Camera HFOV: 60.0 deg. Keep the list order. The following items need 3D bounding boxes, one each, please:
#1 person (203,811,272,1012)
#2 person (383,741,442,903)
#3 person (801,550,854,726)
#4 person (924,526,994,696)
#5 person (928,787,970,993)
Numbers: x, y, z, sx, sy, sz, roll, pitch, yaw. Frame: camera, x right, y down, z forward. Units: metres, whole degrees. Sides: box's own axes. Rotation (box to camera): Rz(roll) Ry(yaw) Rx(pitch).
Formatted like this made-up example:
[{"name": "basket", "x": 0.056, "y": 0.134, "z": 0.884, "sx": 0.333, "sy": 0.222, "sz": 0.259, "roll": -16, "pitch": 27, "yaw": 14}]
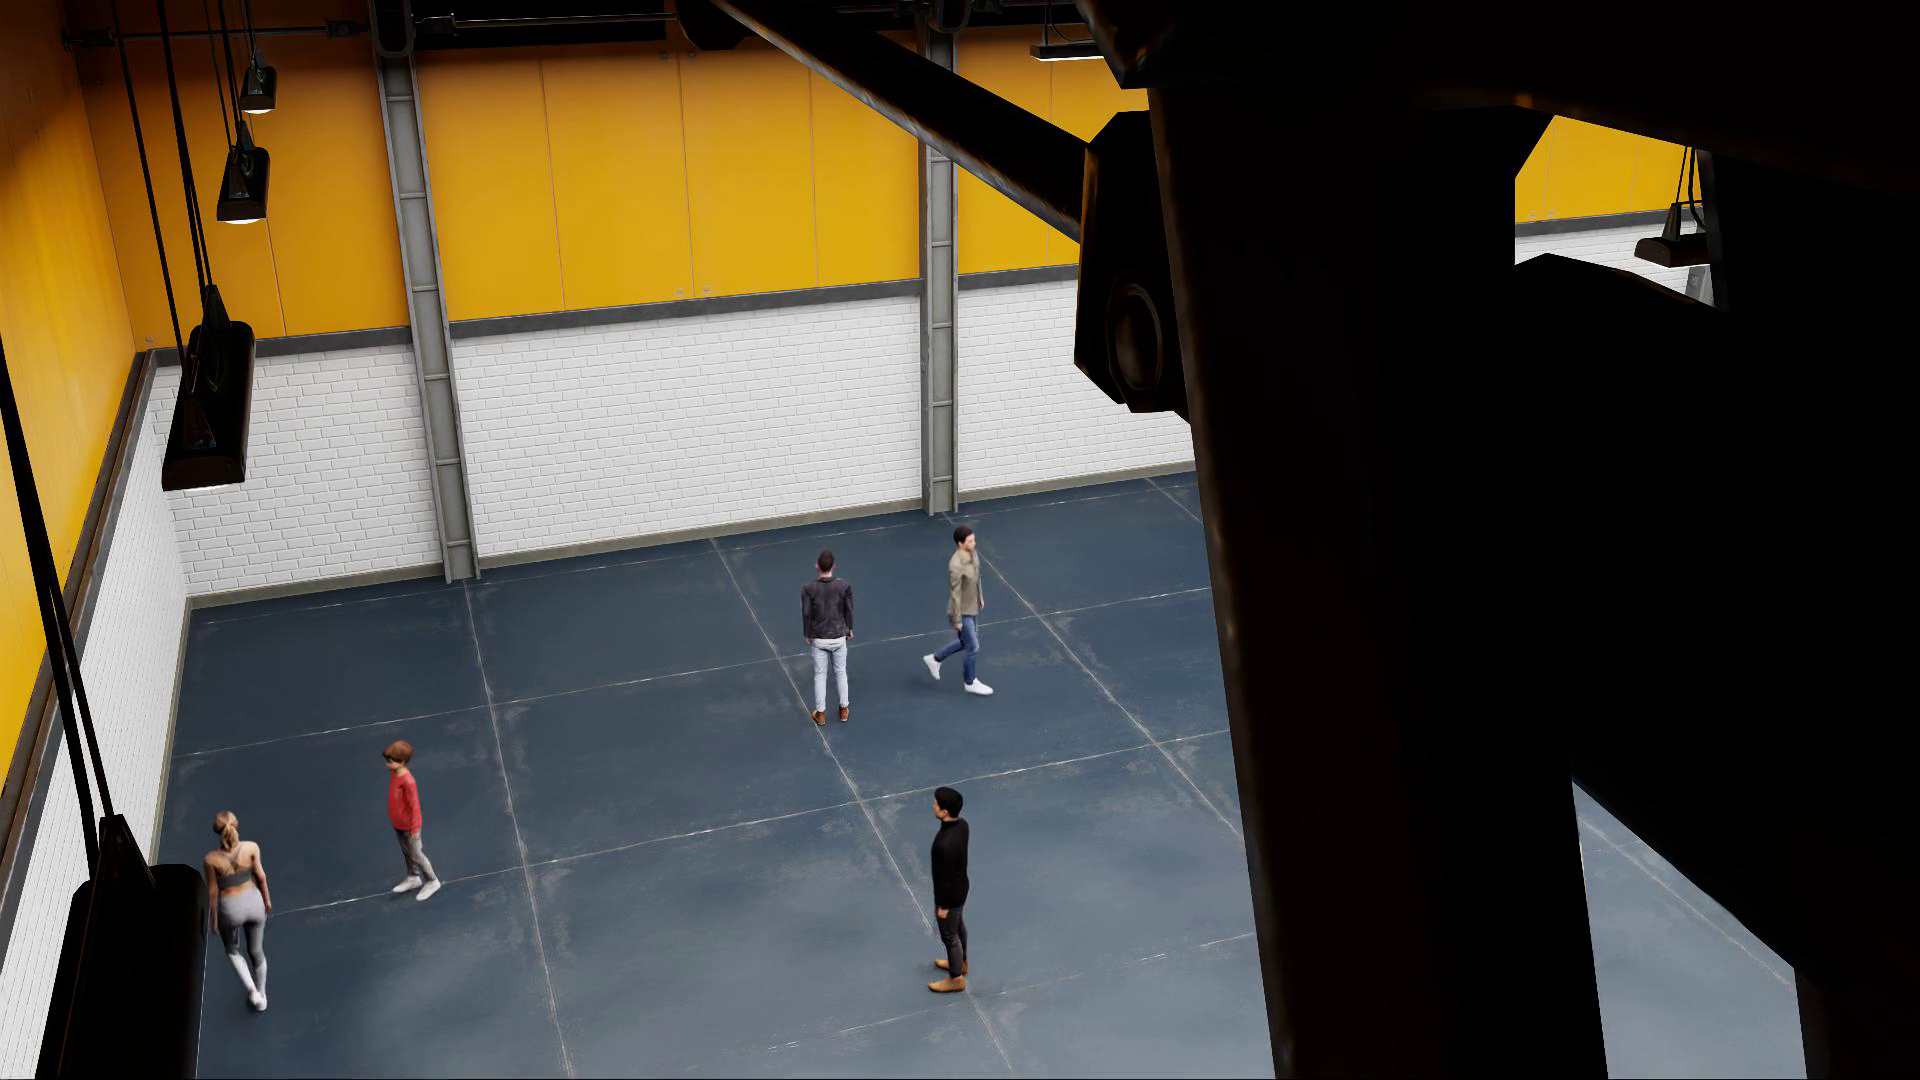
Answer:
[{"name": "person", "x": -5.267, "y": 2.774, "z": 12.221, "sx": 0.626, "sy": 1.699, "sz": 0.711, "roll": -15, "pitch": 28, "yaw": -30}, {"name": "person", "x": -4.529, "y": 2.284, "z": 13.684, "sx": 0.645, "sy": 1.426, "sz": 0.605, "roll": -19, "pitch": 30, "yaw": -37}, {"name": "person", "x": -1.280, "y": 0.947, "z": 16.227, "sx": 0.520, "sy": 1.837, "sz": 0.735, "roll": -6, "pitch": 24, "yaw": -13}, {"name": "person", "x": -0.040, "y": 0.697, "z": 16.792, "sx": 1.134, "sy": 1.843, "sz": 1.037, "roll": 7, "pitch": 25, "yaw": 16}, {"name": "person", "x": -0.072, "y": 2.622, "z": 12.538, "sx": 0.714, "sy": 1.722, "sz": 0.722, "roll": 4, "pitch": 24, "yaw": 10}]
